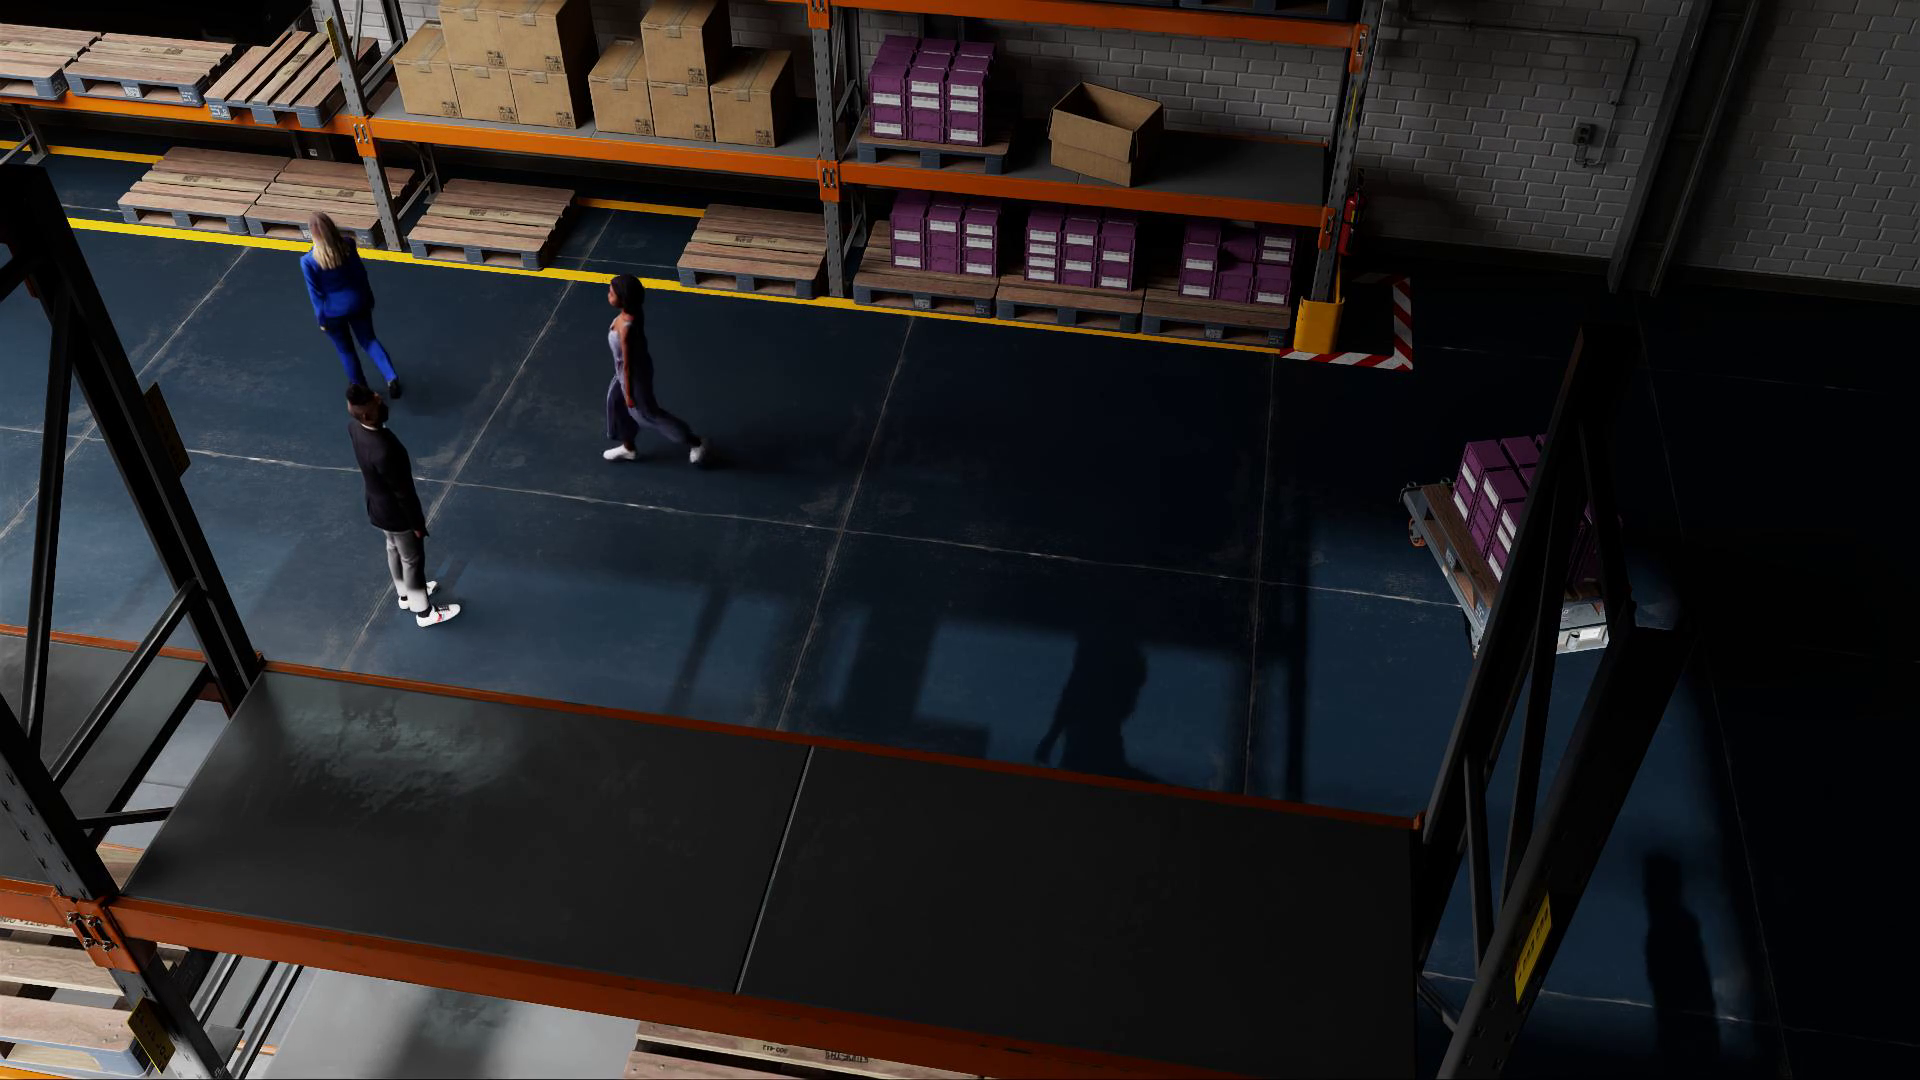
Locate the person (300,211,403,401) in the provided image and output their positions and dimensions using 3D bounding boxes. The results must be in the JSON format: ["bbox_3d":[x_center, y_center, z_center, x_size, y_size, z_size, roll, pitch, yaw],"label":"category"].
[{"bbox_3d":[-4.600,-1.693,12.558,1.012,1.686,0.893,33,53,30],"label":"person"}]

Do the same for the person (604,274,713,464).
[{"bbox_3d":[-2.259,-1.185,12.034,1.115,1.671,0.723,-1,44,-1],"label":"person"}]

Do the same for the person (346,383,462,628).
[{"bbox_3d":[-3.701,-0.249,10.847,0.853,1.954,0.766,-31,51,-28],"label":"person"}]
